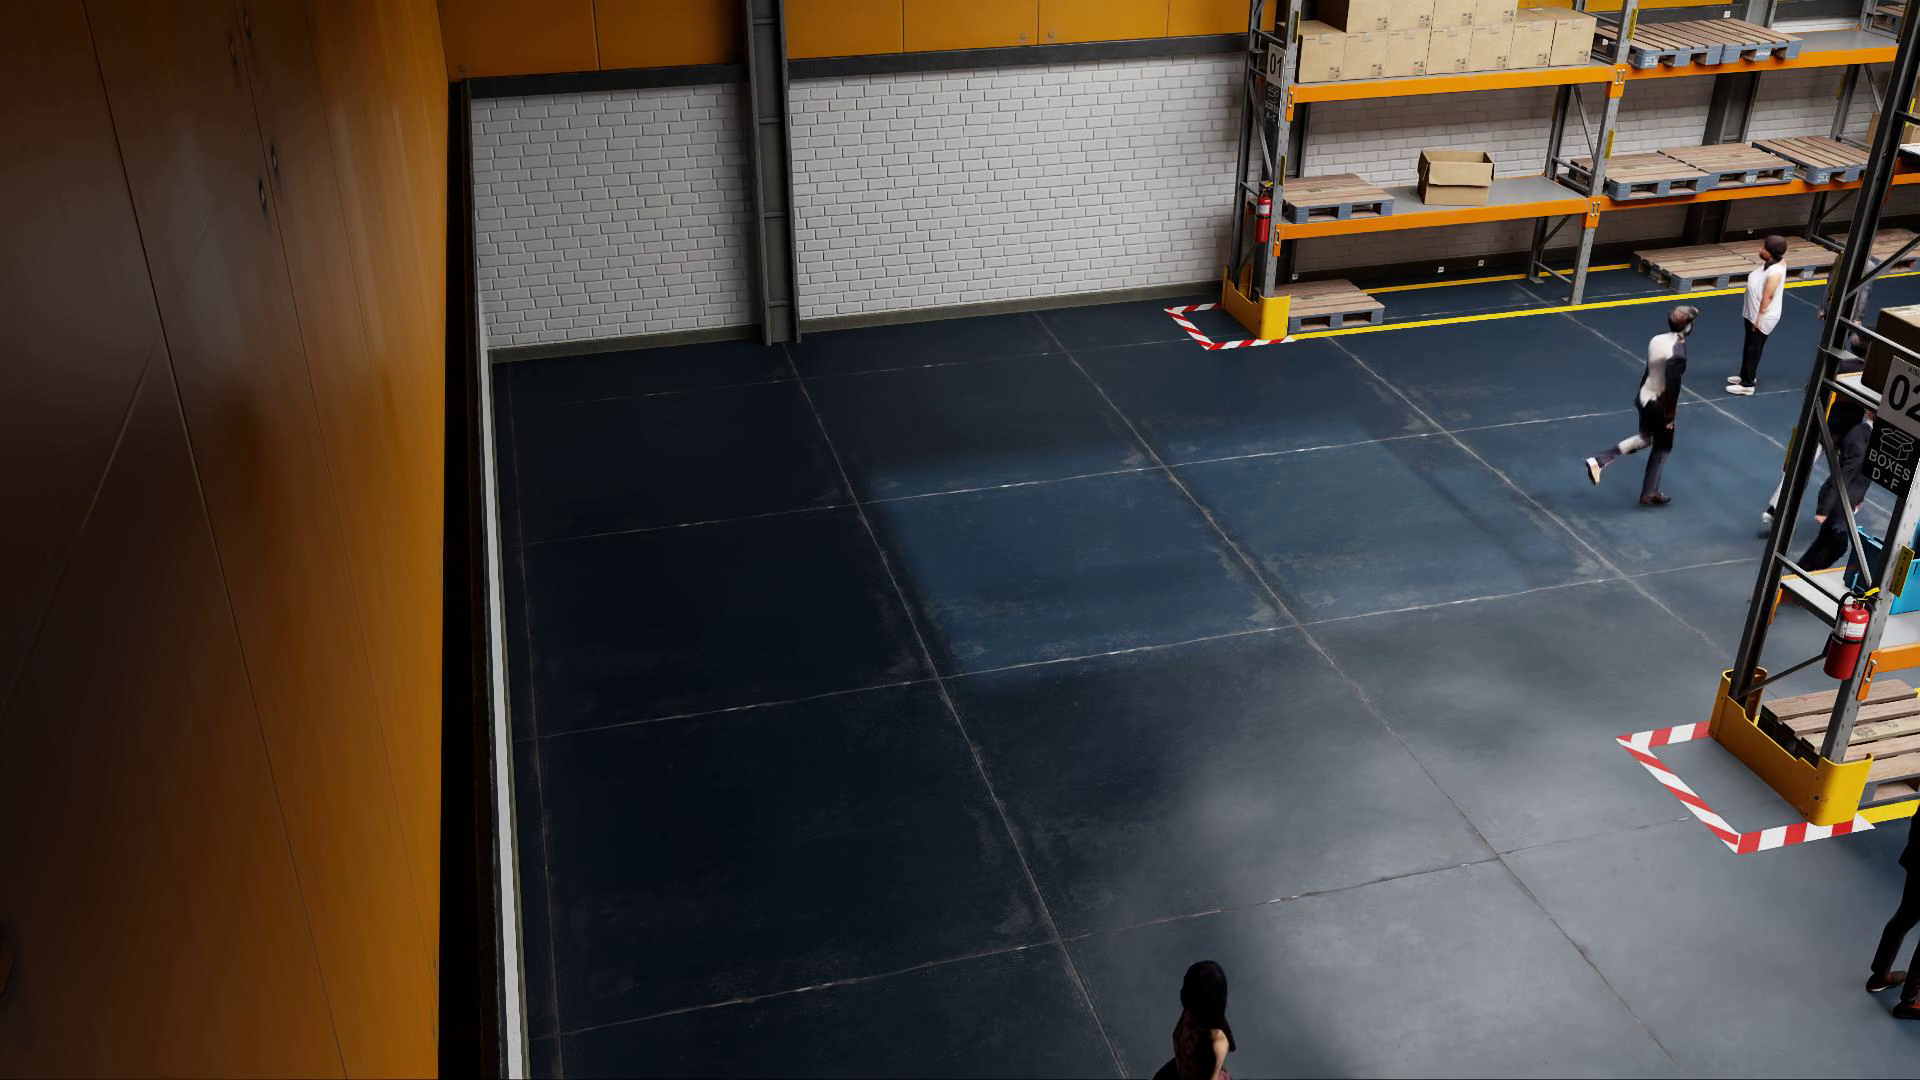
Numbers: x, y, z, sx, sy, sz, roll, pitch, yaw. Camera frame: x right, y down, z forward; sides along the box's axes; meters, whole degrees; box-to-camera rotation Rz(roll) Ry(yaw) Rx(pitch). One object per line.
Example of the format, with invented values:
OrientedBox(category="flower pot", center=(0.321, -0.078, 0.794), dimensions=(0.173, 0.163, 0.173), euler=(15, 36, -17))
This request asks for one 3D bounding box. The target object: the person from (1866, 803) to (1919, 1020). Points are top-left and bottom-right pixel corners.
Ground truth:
OrientedBox(category="person", center=(5.464, 1.886, 9.276), dimensions=(0.561, 1.800, 0.663), euler=(-6, 29, -10))

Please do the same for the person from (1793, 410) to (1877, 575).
OrientedBox(category="person", center=(6.998, -0.306, 13.337), dimensions=(0.888, 1.759, 0.825), euler=(25, 37, 37))

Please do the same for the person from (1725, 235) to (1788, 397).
OrientedBox(category="person", center=(8.229, -2.330, 17.127), dimensions=(0.806, 1.684, 0.762), euler=(12, 31, 21))

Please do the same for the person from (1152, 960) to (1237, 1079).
OrientedBox(category="person", center=(1.205, 2.670, 7.887), dimensions=(0.849, 1.754, 0.614), euler=(-7, 29, -12))

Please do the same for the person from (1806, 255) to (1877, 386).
OrientedBox(category="person", center=(9.105, -2.323, 17.058), dimensions=(0.825, 1.737, 0.733), euler=(-12, 31, -21))

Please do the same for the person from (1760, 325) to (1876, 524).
OrientedBox(category="person", center=(7.444, -0.937, 14.353), dimensions=(1.318, 1.894, 0.804), euler=(-11, 31, -19))

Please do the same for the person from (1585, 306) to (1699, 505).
OrientedBox(category="person", center=(6.112, -1.188, 14.841), dimensions=(1.098, 1.868, 0.887), euler=(1, 29, 2))
